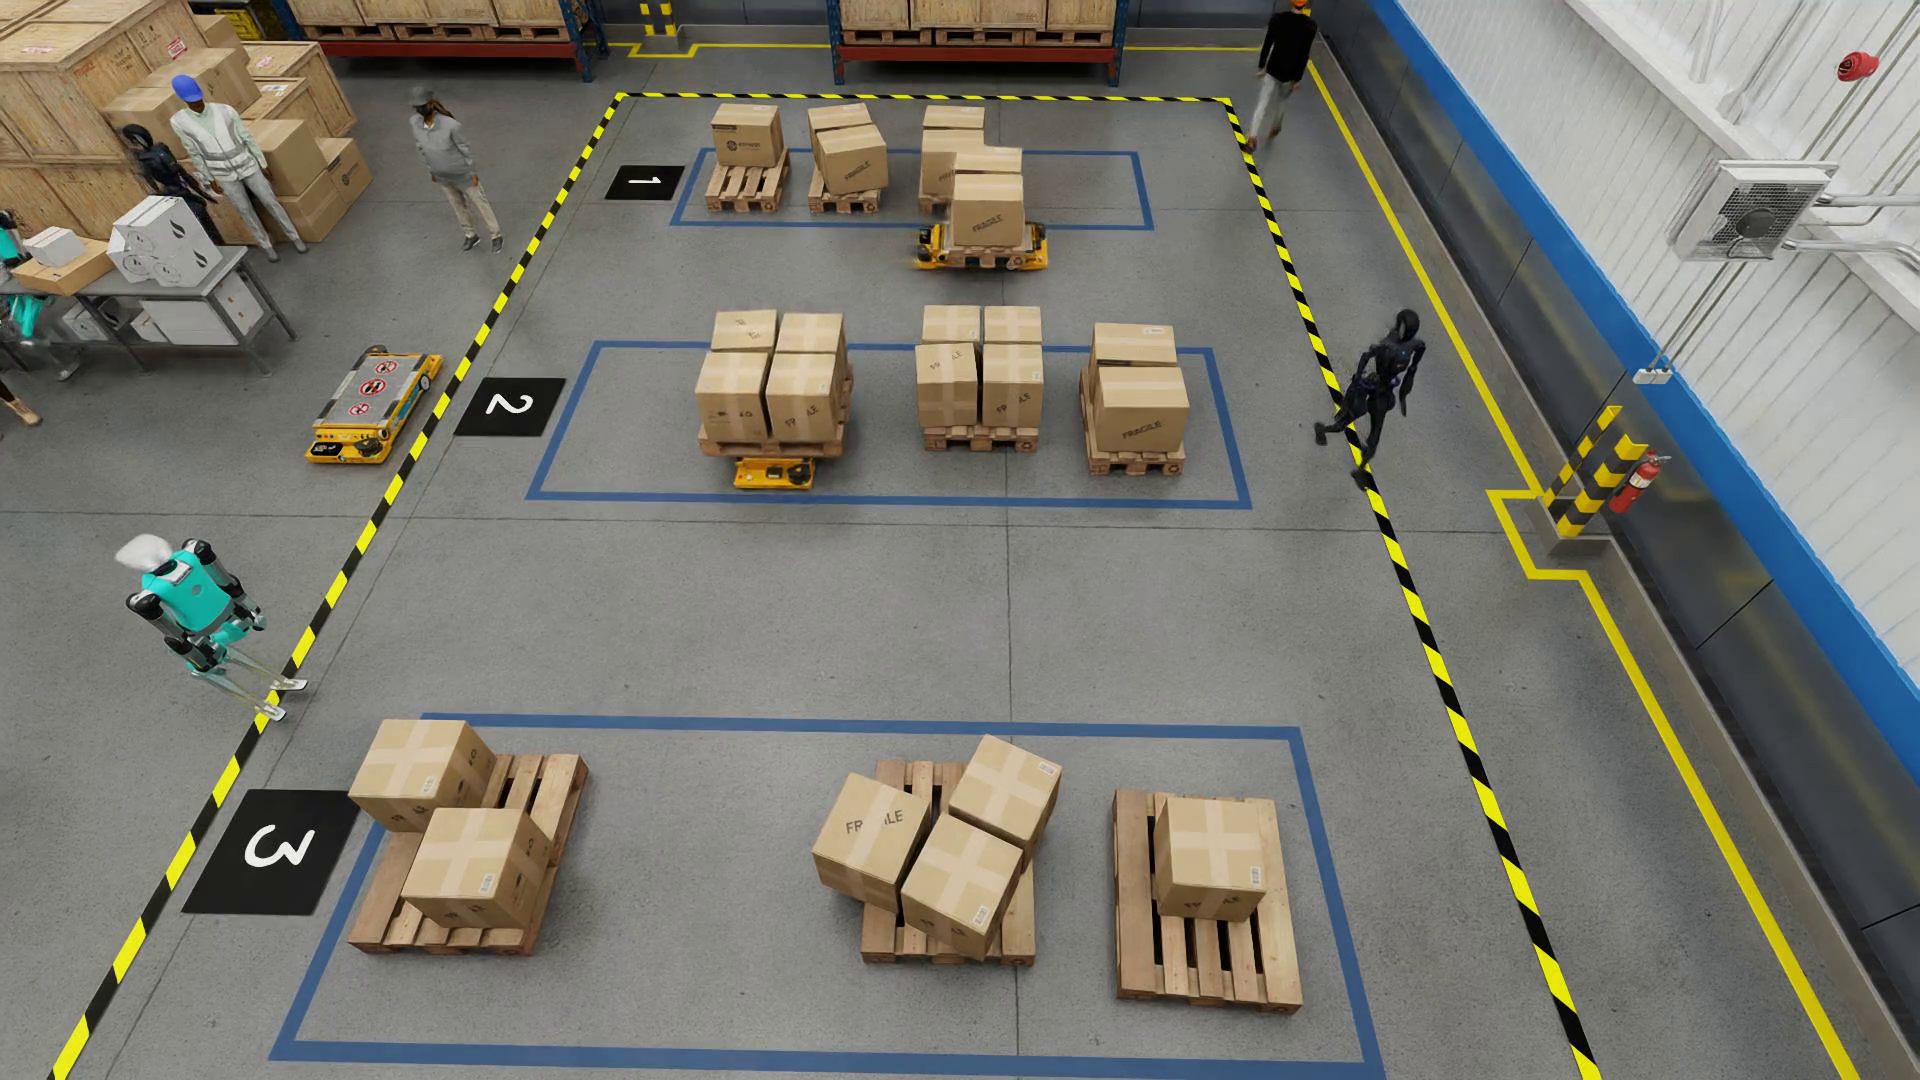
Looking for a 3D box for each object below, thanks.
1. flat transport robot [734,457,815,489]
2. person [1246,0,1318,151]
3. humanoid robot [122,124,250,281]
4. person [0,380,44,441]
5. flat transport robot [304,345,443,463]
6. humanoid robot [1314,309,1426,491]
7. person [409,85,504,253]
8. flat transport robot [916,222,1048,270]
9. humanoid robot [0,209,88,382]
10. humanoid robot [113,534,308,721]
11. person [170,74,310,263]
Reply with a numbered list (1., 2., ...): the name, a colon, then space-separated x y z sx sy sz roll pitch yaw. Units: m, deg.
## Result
1. flat transport robot: -1.587 -1.036 8.225 0.652 0.197 1.431 1 50 1
2. person: 3.906 -5.732 11.187 0.594 1.845 0.937 25 54 19
3. humanoid robot: -7.825 -3.433 9.350 0.424 1.652 0.609 -6 50 -5
4. person: -8.645 -1.667 7.625 0.408 2.036 0.605 36 58 26
5. flat transport robot: -5.383 -1.269 8.441 0.659 0.231 1.431 1 50 1
6. humanoid robot: 3.377 -1.218 7.510 0.597 1.638 0.775 -8 50 -7
7. person: -5.339 -3.896 9.680 0.564 1.769 0.396 5 50 4
8. flat transport robot: 0.247 -3.258 10.105 1.431 0.197 0.652 1 50 1
9. humanoid robot: -8.542 -2.182 8.246 0.554 1.707 0.975 -4 50 -3
10. humanoid robot: -4.864 0.556 5.850 0.735 1.672 0.533 9 50 8
11. person: -7.517 -3.839 9.524 0.602 1.939 0.412 -31 56 -23
